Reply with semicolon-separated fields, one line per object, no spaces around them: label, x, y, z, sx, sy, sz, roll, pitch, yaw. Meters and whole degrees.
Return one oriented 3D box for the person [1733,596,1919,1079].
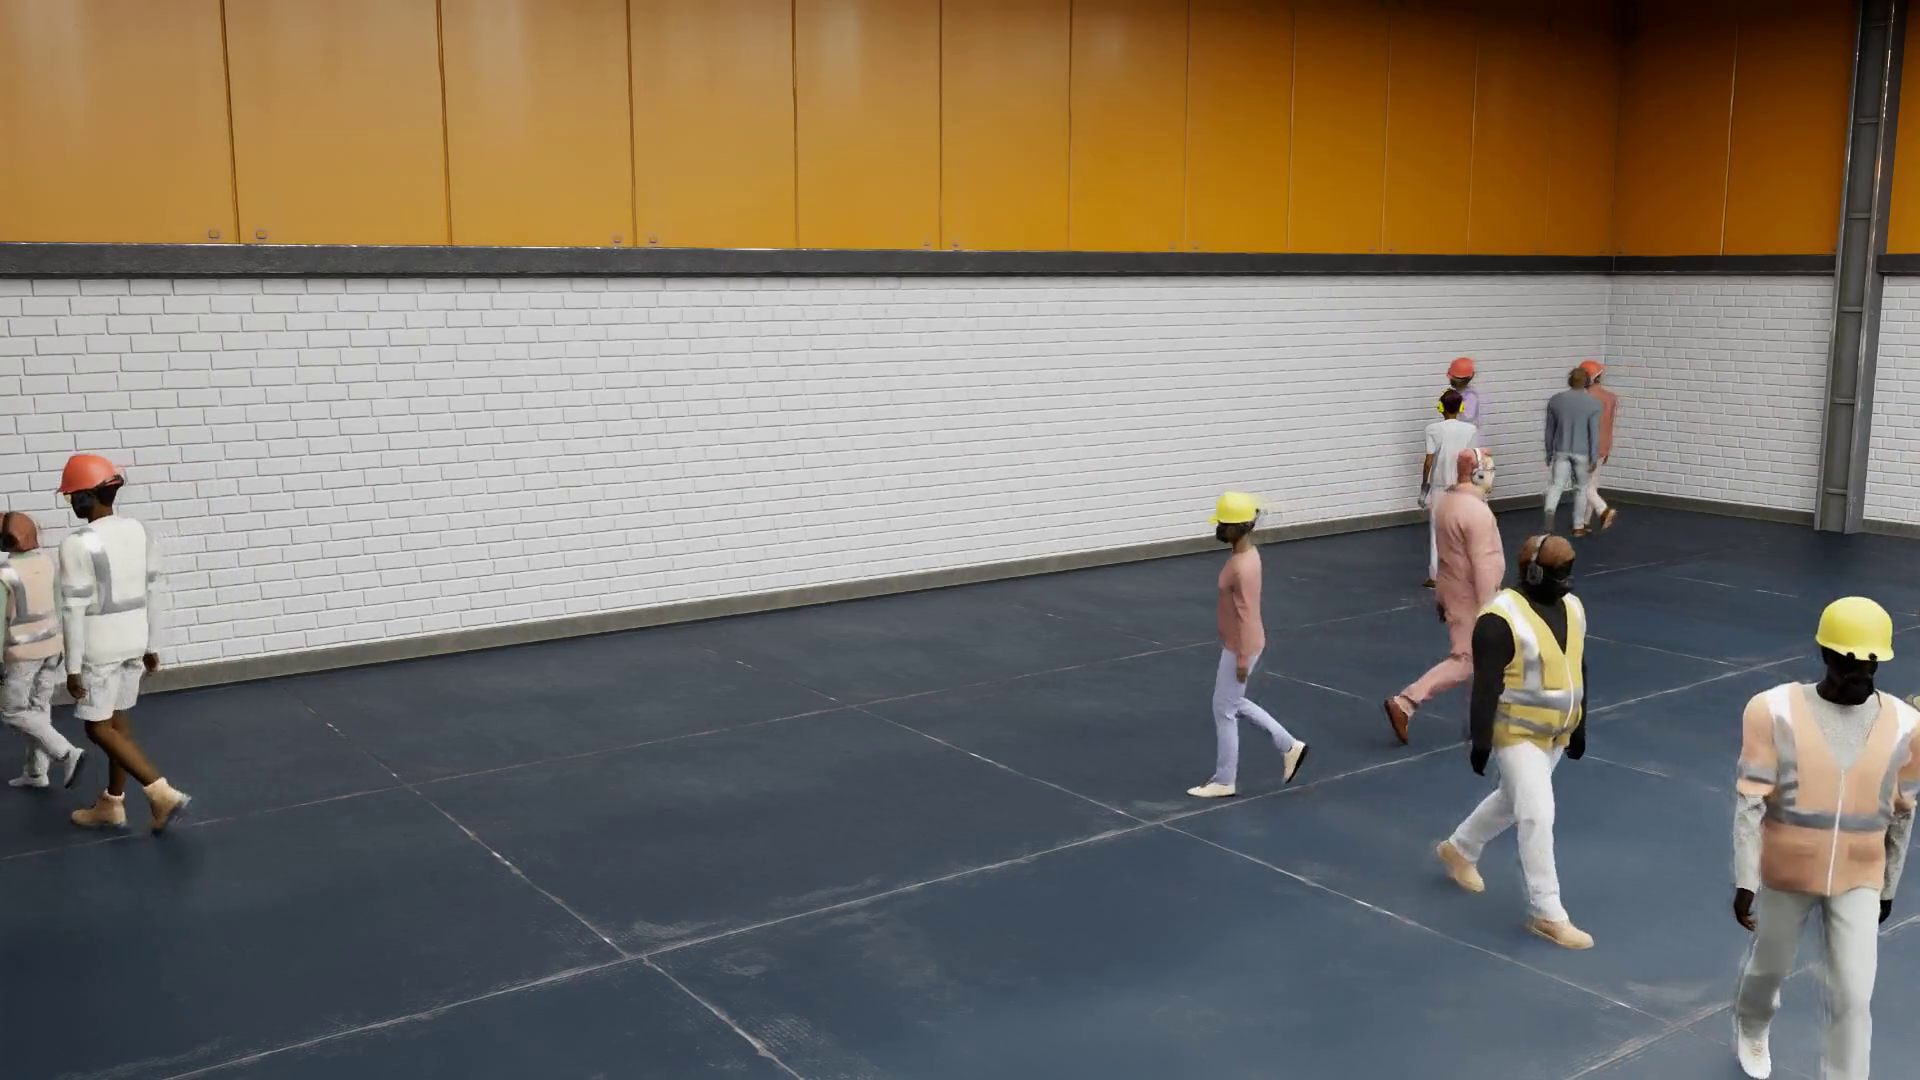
person;2.945;1.096;5.710;0.588;1.889;0.947;2;10;15

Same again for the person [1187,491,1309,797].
person;1.609;0.587;9.236;0.578;1.749;0.528;2;9;11

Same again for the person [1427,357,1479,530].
person;5.533;-1.026;18.435;0.641;1.999;0.648;-1;9;-5

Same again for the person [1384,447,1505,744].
person;3.080;0.356;10.293;0.819;1.879;0.645;1;9;3

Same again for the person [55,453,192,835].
person;-4.353;0.557;8.611;0.753;2.028;0.619;2;9;14

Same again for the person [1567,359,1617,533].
person;7.071;-1.024;18.537;0.614;1.972;0.746;-4;10;-25

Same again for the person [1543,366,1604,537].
person;6.699;-0.952;18.276;0.636;1.915;0.844;7;12;39

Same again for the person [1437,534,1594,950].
person;2.531;0.841;7.549;0.637;1.809;0.928;-6;11;-33

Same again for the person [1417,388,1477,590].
person;4.506;-0.466;15.395;0.538;1.866;0.313;0;9;-3

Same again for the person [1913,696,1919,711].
person;6.420;0.391;10.235;0.627;1.841;0.934;-9;13;-44

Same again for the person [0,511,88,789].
person;-5.182;0.642;9.336;0.542;1.622;0.515;2;9;12
